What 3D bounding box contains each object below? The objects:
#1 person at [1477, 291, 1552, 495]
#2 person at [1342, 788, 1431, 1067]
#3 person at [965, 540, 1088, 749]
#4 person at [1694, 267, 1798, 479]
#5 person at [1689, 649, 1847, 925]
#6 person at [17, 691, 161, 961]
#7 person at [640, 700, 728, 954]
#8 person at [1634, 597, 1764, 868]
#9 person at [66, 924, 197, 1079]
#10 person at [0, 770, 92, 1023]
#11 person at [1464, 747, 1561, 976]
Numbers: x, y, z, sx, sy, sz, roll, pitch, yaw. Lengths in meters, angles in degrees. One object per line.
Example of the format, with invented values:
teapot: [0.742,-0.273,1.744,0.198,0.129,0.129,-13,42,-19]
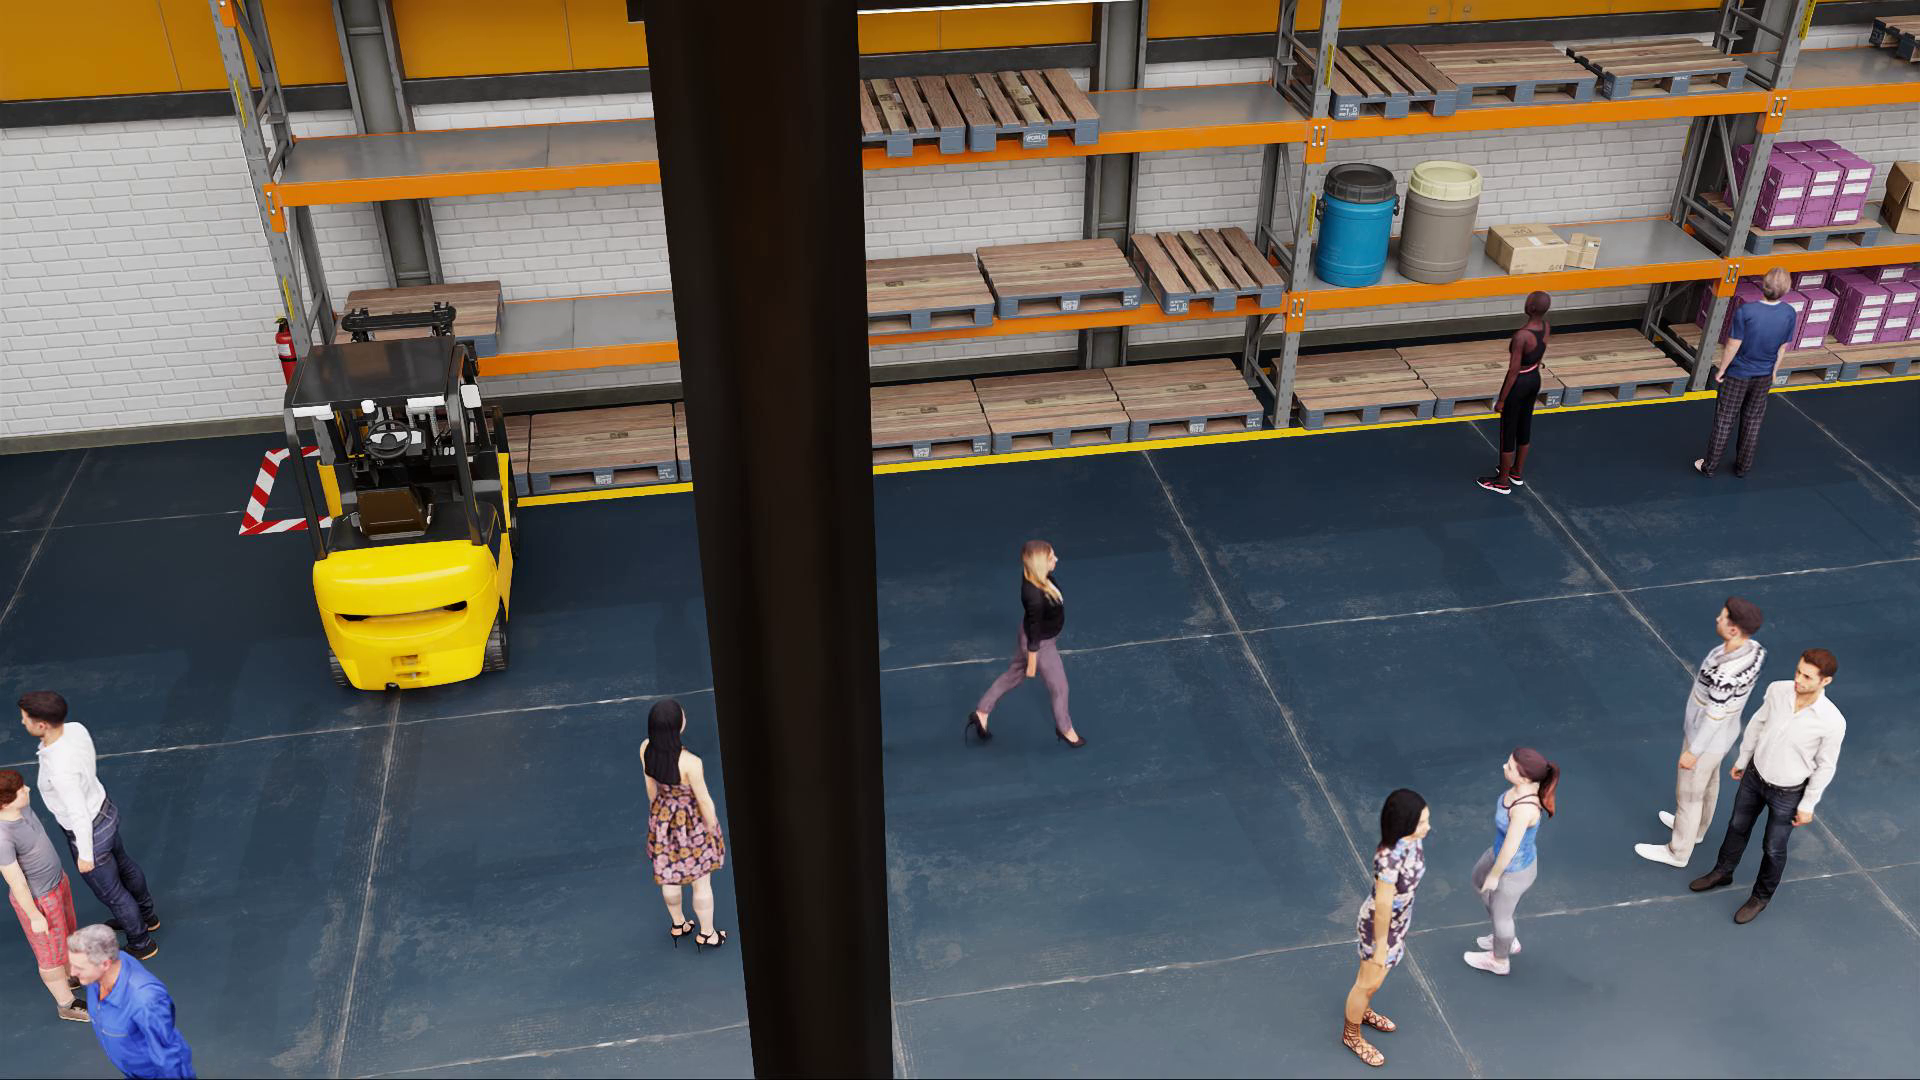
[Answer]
person: [4.535,-1.203,13.441,0.618,1.758,0.723,-23,40,-31]
person: [2.218,1.985,8.668,0.717,1.733,0.669,18,38,25]
person: [0.400,0.696,10.695,1.038,1.636,0.638,-3,34,-5]
person: [6.443,-1.358,13.572,0.575,1.871,0.770,2,34,4]
person: [4.645,1.377,9.458,0.670,1.870,0.734,-18,38,-25]
person: [-4.781,1.575,9.163,0.587,1.868,0.636,-9,35,-13]
person: [-1.535,1.593,9.219,0.790,1.775,0.863,16,37,22]
person: [4.438,1.139,9.826,0.820,1.860,0.729,26,41,33]
person: [-3.793,2.467,7.860,0.781,1.825,0.825,23,40,31]
person: [-4.928,1.882,8.897,0.510,1.651,0.586,-6,34,-9]
person: [3.089,1.780,9.097,0.739,1.599,0.701,14,36,20]
